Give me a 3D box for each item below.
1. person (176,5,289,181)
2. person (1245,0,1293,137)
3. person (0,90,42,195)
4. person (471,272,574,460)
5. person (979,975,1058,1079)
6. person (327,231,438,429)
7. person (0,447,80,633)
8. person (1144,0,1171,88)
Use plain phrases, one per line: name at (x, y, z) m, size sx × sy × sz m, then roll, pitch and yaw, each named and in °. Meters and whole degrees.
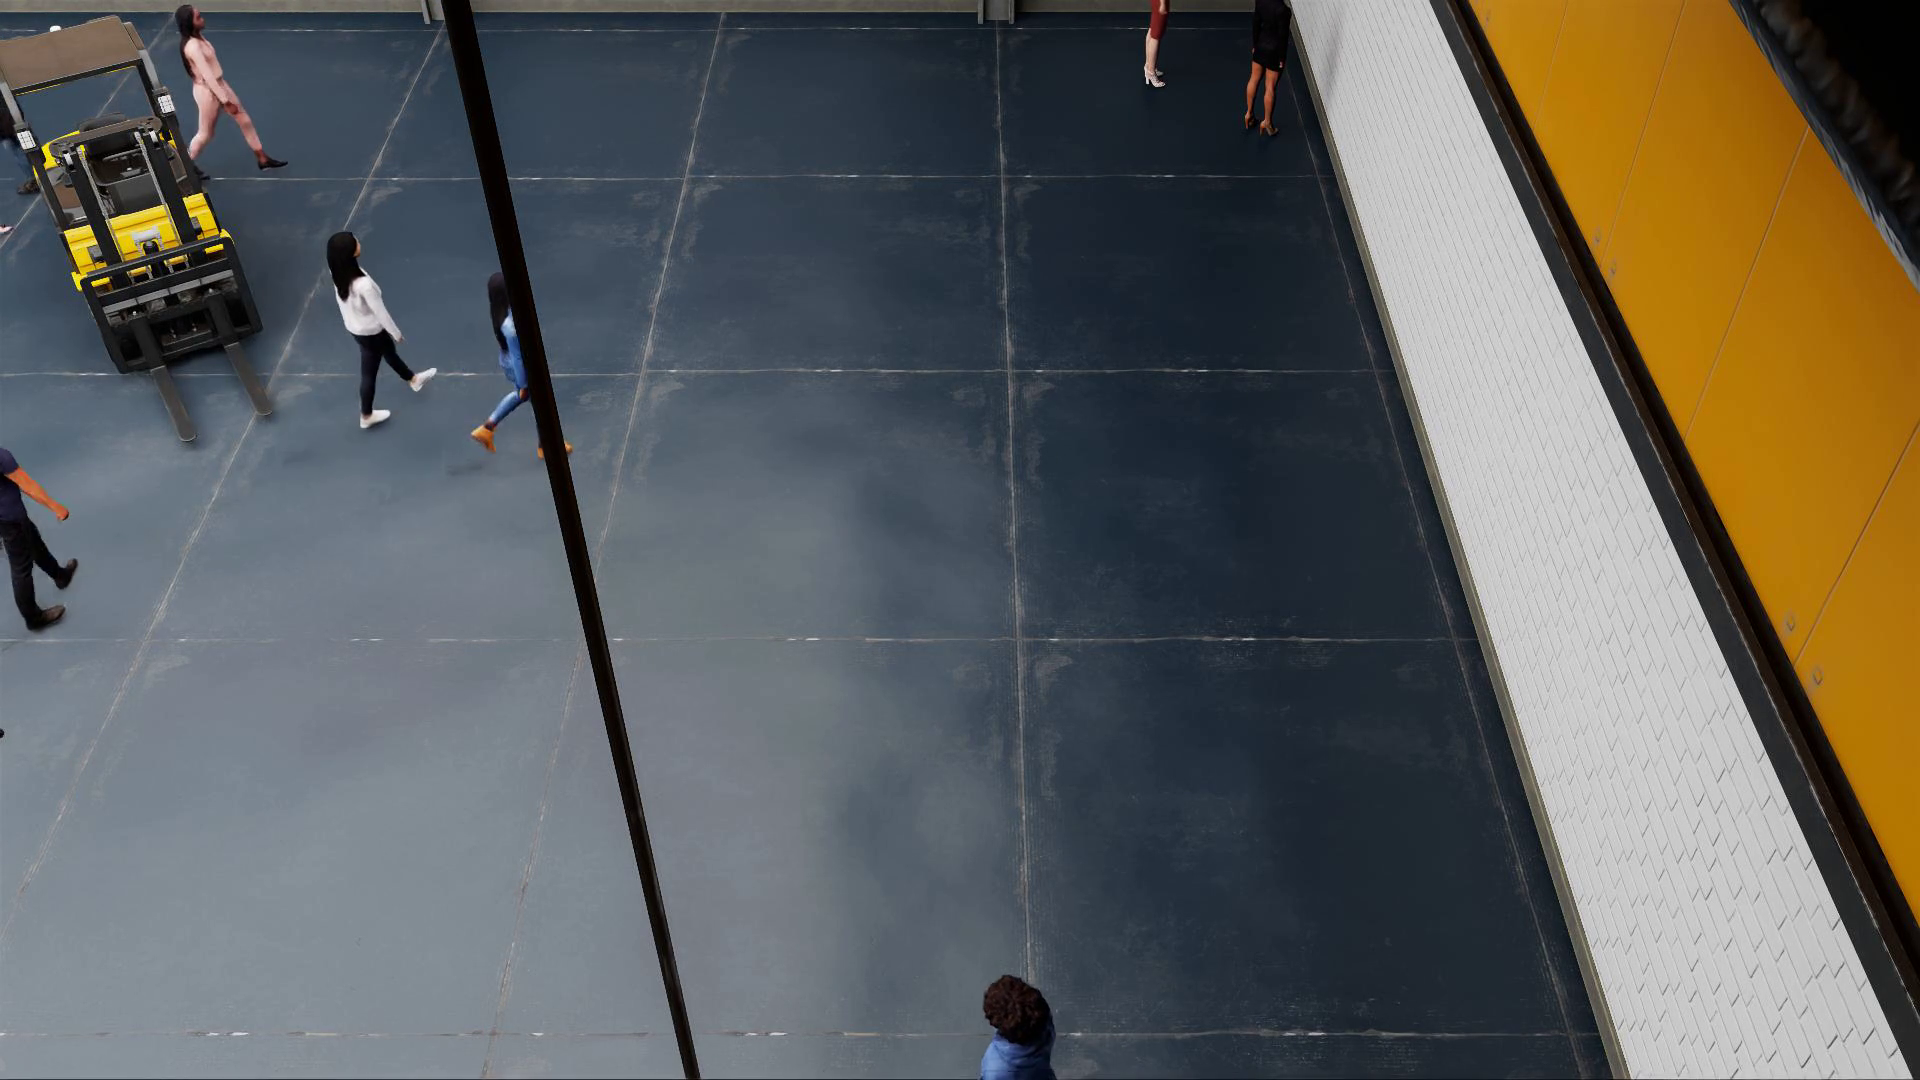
person at (-6.890, -3.999, 15.132) m, size 1.232 × 1.679 × 0.803 m, roll -9°, pitch 44°, yaw -9°
person at (2.947, -4.634, 15.827) m, size 0.765 × 1.640 × 0.706 m, roll -28°, pitch 50°, yaw -26°
person at (-8.574, -3.845, 15.016) m, size 0.822 × 1.616 × 0.805 m, roll -9°, pitch 44°, yaw -9°
person at (-3.320, -1.232, 12.218) m, size 1.032 × 1.693 × 0.841 m, roll -17°, pitch 46°, yaw -17°
person at (0.353, 2.729, 7.997) m, size 1.148 × 1.780 × 1.040 m, roll 30°, pitch 51°, yaw 27°
person at (-4.559, -1.548, 12.571) m, size 1.036 × 1.664 × 1.076 m, roll 32°, pitch 52°, yaw 29°
person at (-6.398, -0.121, 11.020) m, size 0.983 × 1.736 × 1.043 m, roll 22°, pitch 48°, yaw 22°
person at (1.995, -5.378, 16.527) m, size 0.511 × 1.752 × 0.600 m, roll 2°, pitch 44°, yaw 2°
